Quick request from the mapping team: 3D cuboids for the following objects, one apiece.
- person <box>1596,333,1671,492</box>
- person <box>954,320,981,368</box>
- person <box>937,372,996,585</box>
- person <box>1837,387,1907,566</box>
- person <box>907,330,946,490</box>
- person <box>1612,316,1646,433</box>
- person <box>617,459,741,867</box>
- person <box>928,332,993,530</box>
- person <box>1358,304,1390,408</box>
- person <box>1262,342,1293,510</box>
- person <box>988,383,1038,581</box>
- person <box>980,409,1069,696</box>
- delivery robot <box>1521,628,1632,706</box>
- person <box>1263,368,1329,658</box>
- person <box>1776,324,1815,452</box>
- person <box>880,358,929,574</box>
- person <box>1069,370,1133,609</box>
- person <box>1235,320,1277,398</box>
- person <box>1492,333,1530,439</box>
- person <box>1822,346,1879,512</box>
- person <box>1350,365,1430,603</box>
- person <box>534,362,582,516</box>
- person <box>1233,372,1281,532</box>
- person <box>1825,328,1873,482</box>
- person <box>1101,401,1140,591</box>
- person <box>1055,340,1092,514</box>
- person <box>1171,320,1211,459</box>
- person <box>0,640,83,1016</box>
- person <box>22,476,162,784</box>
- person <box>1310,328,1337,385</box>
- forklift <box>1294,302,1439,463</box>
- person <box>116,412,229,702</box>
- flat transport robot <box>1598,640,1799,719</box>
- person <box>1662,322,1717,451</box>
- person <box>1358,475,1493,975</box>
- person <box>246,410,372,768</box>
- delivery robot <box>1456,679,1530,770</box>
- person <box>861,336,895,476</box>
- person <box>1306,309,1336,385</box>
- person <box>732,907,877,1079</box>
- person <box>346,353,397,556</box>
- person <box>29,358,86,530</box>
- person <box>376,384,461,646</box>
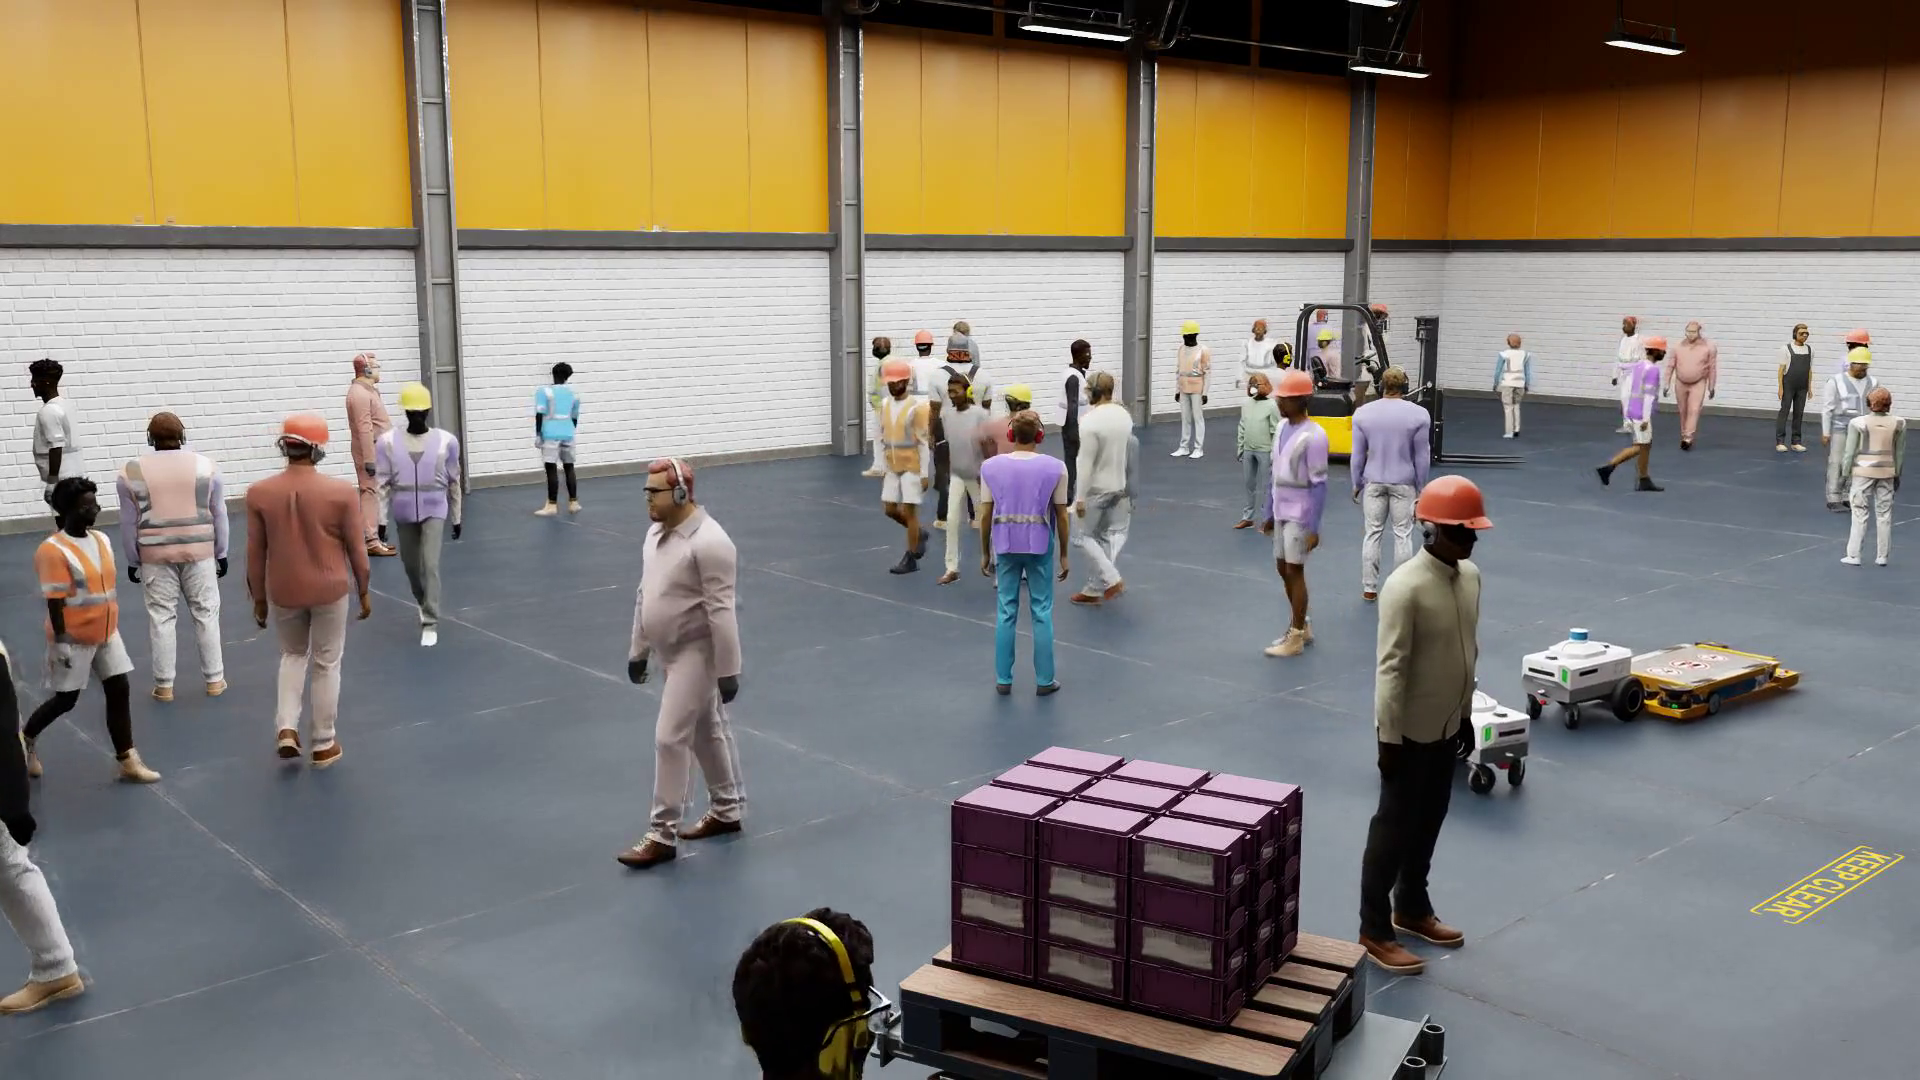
[{"bbox_3d":[8.041,-1.508,19.803,0.753,1.913,0.556,1,10,5],"label":"person"},{"bbox_3d":[0.111,-2.119,23.368,0.415,1.920,0.648,2,10,11],"label":"person"},{"bbox_3d":[0.112,-0.557,14.487,0.517,1.834,0.864,5,11,29],"label":"person"},{"bbox_3d":[8.279,-0.567,15.101,0.545,1.642,0.331,1,10,4],"label":"person"},{"bbox_3d":[-0.423,-1.550,19.979,0.543,1.932,0.376,-2,10,-11],"label":"person"},{"bbox_3d":[10.559,-2.605,26.330,0.469,1.866,0.617,-3,10,-17],"label":"person"},{"bbox_3d":[-1.376,0.559,7.800,0.852,1.871,0.671,-7,12,-34],"label":"person"},{"bbox_3d":[-0.036,-1.129,17.193,0.689,2.000,0.539,-3,10,-19],"label":"person"},{"bbox_3d":[7.241,-3.077,28.776,1.002,1.974,0.608,-7,12,-35],"label":"person"},{"bbox_3d":[3.539,-1.239,18.340,0.329,1.872,0.509,-6,12,-33],"label":"person"},{"bbox_3d":[0.490,-0.474,14.244,0.517,1.734,0.671,6,11,30],"label":"person"},{"bbox_3d":[0.410,0.090,10.635,0.575,1.841,0.375,2,10,9],"label":"person"},{"bbox_3d":[3.738,0.781,10.085,0.707,0.478,0.477,-7,12,-34],"label":"delivery robot"},{"bbox_3d":[2.347,-0.190,11.728,0.429,2.045,0.617,-3,10,-16],"label":"person"},{"bbox_3d":[12.040,-2.188,23.969,0.506,1.847,0.345,-1,10,-4],"label":"person"},{"bbox_3d":[-0.462,-0.661,14.797,0.563,1.920,0.601,8,12,37],"label":"person"},{"bbox_3d":[1.109,-0.387,13.174,0.606,1.927,0.650,8,13,40],"label":"person"},{"bbox_3d":[4.528,-2.435,25.437,0.573,1.828,1.011,5,11,28],"label":"person"},{"bbox_3d":[8.526,-2.380,25.736,0.515,1.620,0.459,-1,10,-7],"label":"person"},{"bbox_3d":[9.827,-1.220,18.349,0.601,1.828,0.403,0,10,-1],"label":"person"},{"bbox_3d":[3.473,-0.440,13.459,0.628,1.940,0.377,4,11,24],"label":"person"},{"bbox_3d":[-4.420,-1.097,18.125,0.318,1.662,0.653,9,13,41],"label":"person"},{"bbox_3d":[3.049,-0.900,17.044,0.279,1.633,0.501,-9,13,-43],"label":"person"},{"bbox_3d":[10.952,-1.635,20.462,0.373,1.934,0.551,2,10,13],"label":"person"},{"bbox_3d":[1.244,-0.355,13.928,0.502,1.611,0.631,5,11,28],"label":"person"},{"bbox_3d":[1.241,-1.238,18.230,0.389,1.910,0.591,1,10,7],"label":"person"},{"bbox_3d":[3.230,-2.098,23.217,0.383,1.922,0.587,-8,12,-39],"label":"person"},{"bbox_3d":[-3.652,0.917,5.928,0.932,1.798,0.636,-9,13,-42],"label":"person"},{"bbox_3d":[-4.706,0.485,8.822,0.769,1.674,0.534,2,10,12],"label":"person"},{"bbox_3d":[5.563,-2.328,25.111,0.809,1.741,0.515,-3,10,-15],"label":"person"},{"bbox_3d":[5.320,-2.157,22.763,2.313,2.155,1.214,3,10,16],"label":"forklift"},{"bbox_3d":[-4.972,0.104,10.565,0.625,1.842,0.429,-5,11,-27],"label":"person"},{"bbox_3d":[4.690,0.876,10.631,1.431,0.197,0.652,-7,12,-37],"label":"flat transport robot"},{"bbox_3d":[10.575,-2.229,24.169,0.677,1.851,0.997,7,12,36],"label":"person"},{"bbox_3d":[1.854,0.721,6.566,0.436,1.980,0.633,9,13,44],"label":"person"},{"bbox_3d":[-3.557,0.278,9.136,0.631,1.973,0.422,0,10,-2],"label":"person"},{"bbox_3d":[2.712,0.977,8.937,0.477,0.478,0.707,-5,11,-26],"label":"delivery robot"},{"bbox_3d":[-0.876,-1.688,21.149,0.703,1.823,0.631,0,10,-2],"label":"person"},{"bbox_3d":[6.348,-3.113,29.228,0.403,1.905,0.656,-6,12,-33],"label":"person"},{"bbox_3d":[-0.277,1.480,2.486,0.567,1.844,0.474,9,14,44],"label":"person"},{"bbox_3d":[-5.541,-0.802,15.675,0.407,1.908,0.641,-3,10,-19],"label":"person"},{"bbox_3d":[-7.570,-0.543,13.981,0.374,1.966,0.607,-2,10,-13],"label":"person"},{"bbox_3d":[-3.993,-0.222,12.335,0.593,1.901,0.921,-2,10,-9],"label":"person"}]
